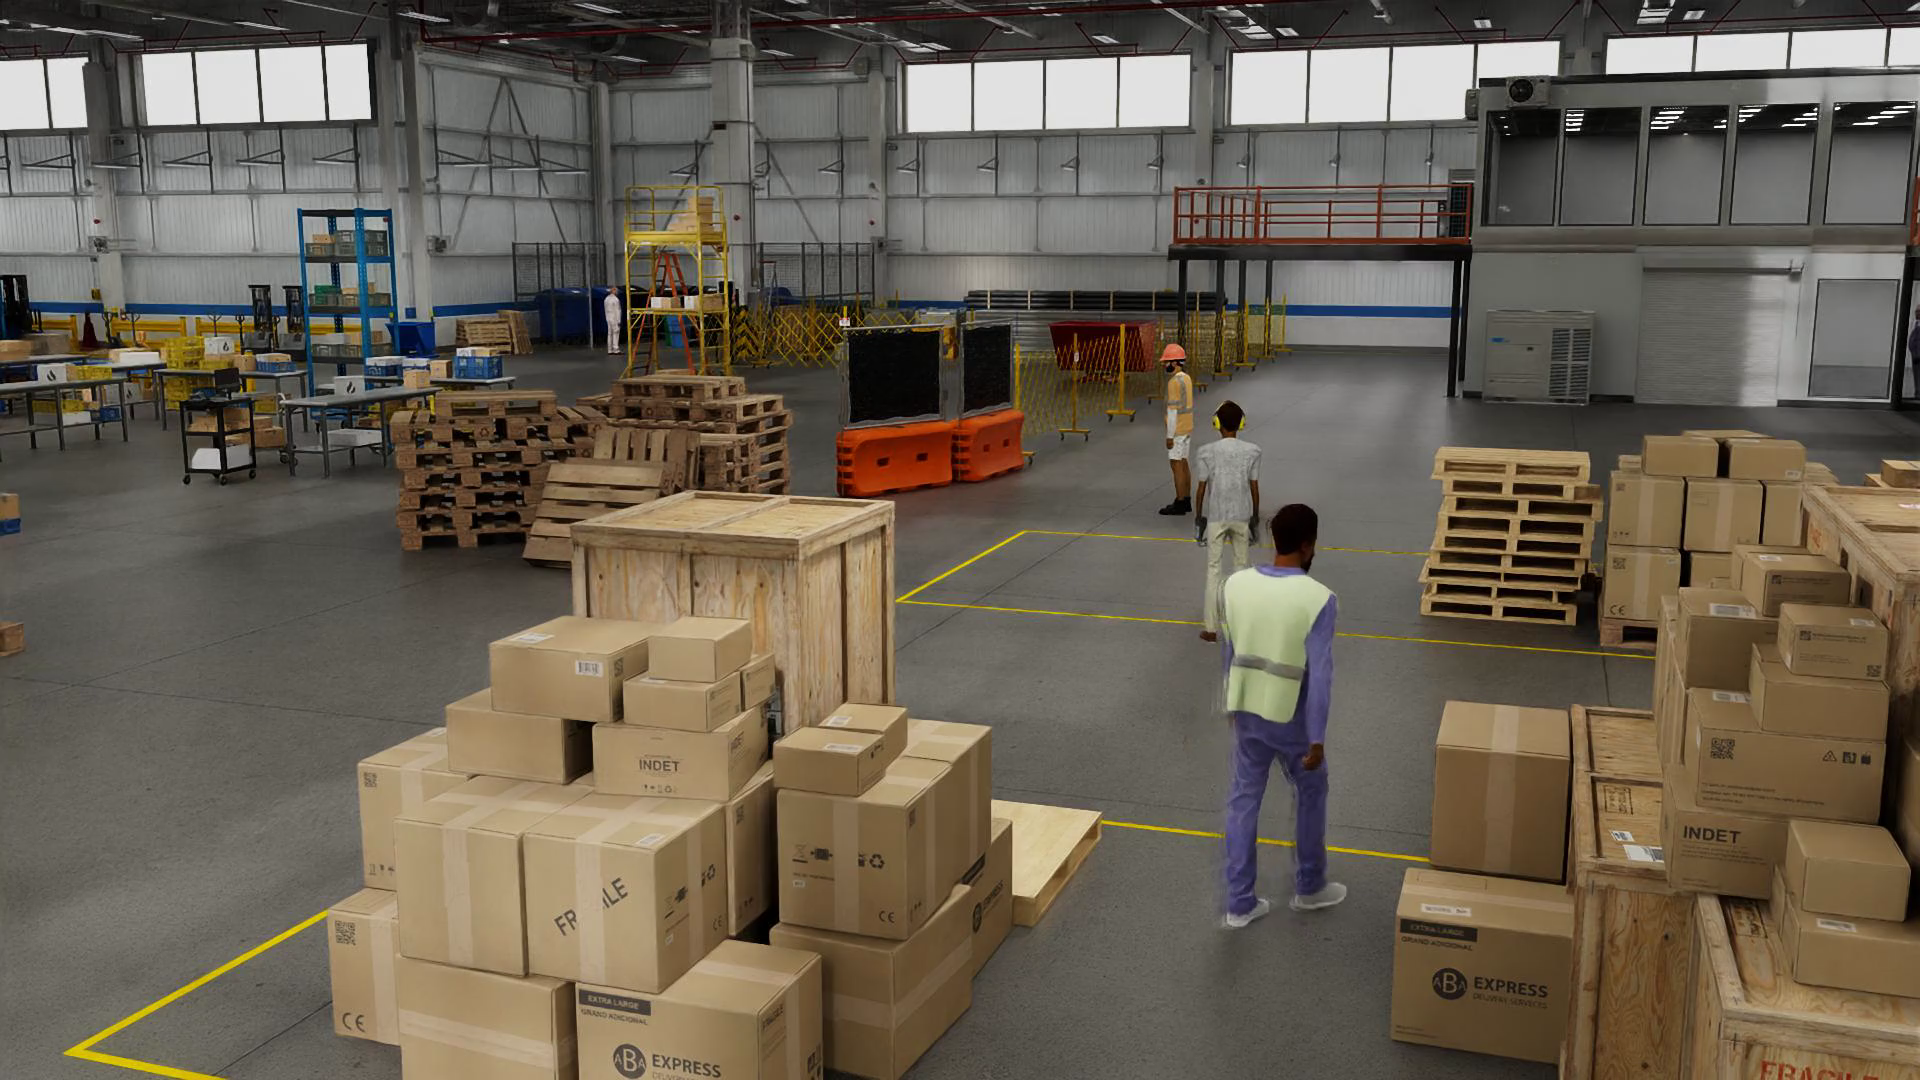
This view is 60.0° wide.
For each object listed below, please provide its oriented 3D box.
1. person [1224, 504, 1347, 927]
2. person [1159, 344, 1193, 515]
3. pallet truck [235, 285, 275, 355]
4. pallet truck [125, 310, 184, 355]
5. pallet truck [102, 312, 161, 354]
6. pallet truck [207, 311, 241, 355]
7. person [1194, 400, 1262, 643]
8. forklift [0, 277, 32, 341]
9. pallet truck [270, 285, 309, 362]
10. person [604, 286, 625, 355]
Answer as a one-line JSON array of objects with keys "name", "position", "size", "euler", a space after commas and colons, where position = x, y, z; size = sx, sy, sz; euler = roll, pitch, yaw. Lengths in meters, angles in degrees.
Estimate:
[{"name": "person", "position": [1.475, 0.770, 7.511], "size": [0.615, 1.887, 0.796], "euler": [9, 14, 42]}, {"name": "person", "position": [2.426, -1.243, 18.774], "size": [0.398, 1.928, 0.541], "euler": [4, 11, 22]}, {"name": "pallet truck", "position": [-18.327, -5.835, 44.421], "size": [0.823, 1.965, 1.885], "euler": [4, 11, 23]}, {"name": "pallet truck", "position": [-22.038, -5.665, 45.457], "size": [0.704, 1.261, 1.522], "euler": [3, 11, 17]}, {"name": "pallet truck", "position": [-23.057, -5.777, 46.261], "size": [0.680, 1.201, 1.601], "euler": [3, 11, 19]}, {"name": "pallet truck", "position": [-19.537, -5.575, 44.913], "size": [0.653, 1.274, 1.630], "euler": [3, 11, 19]}, {"name": "person", "position": [2.042, -0.131, 12.707], "size": [0.500, 1.862, 0.327], "euler": [1, 10, 5]}, {"name": "forklift", "position": [-27.151, -6.329, 46.328], "size": [1.157, 1.987, 2.680], "euler": [3, 11, 17]}, {"name": "pallet truck", "position": [-17.147, -5.700, 43.663], "size": [0.823, 1.965, 1.885], "euler": [3, 11, 17]}, {"name": "person", "position": [-9.527, -6.056, 45.924], "size": [0.402, 1.906, 0.652], "euler": [-9, 13, -41]}]
